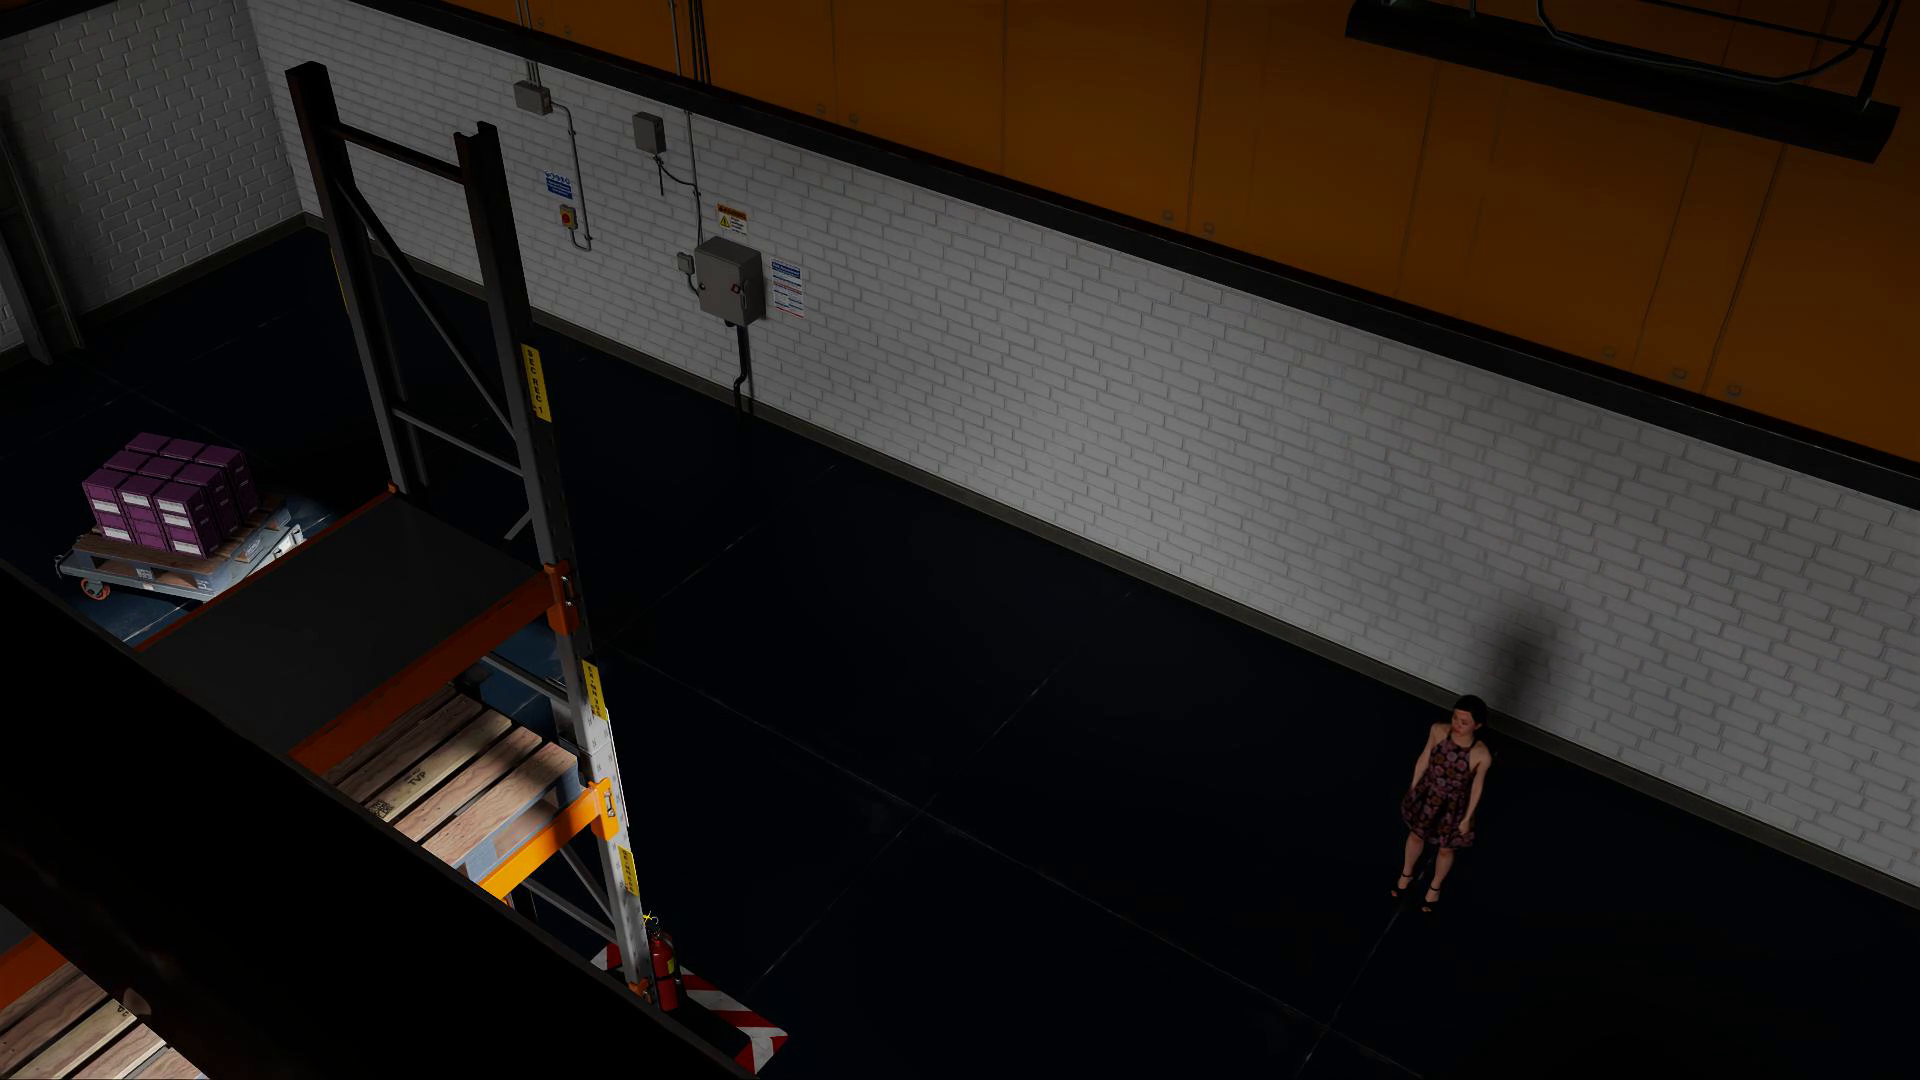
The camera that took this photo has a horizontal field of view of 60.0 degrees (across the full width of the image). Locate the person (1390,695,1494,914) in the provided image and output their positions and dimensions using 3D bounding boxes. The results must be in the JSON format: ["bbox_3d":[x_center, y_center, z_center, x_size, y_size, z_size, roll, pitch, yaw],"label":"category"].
[{"bbox_3d":[2.937,1.609,10.117,0.679,1.773,0.684,28,47,31],"label":"person"}]
